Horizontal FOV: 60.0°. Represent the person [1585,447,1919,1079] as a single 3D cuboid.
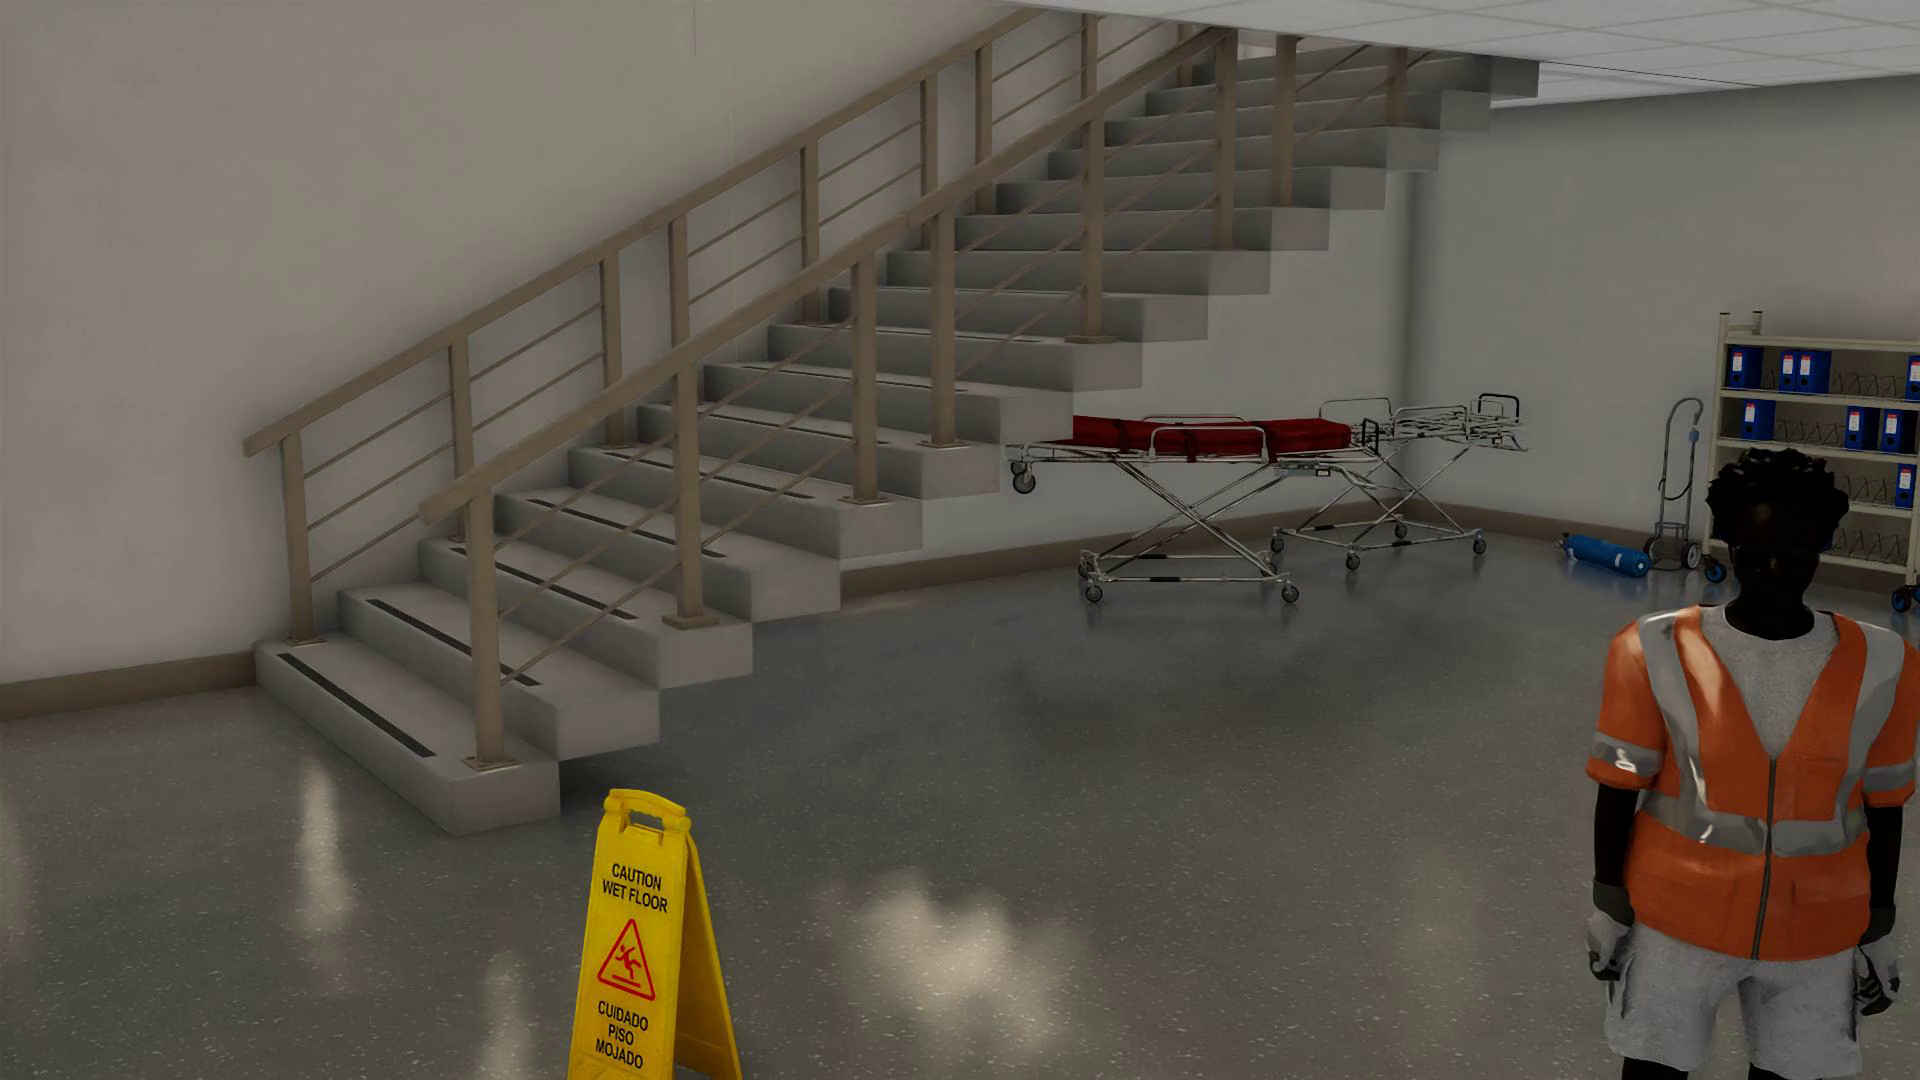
[{"bbox_3d":[1.376,0.677,2.936,0.540,1.695,0.317,3,10,14],"label":"person"}]
